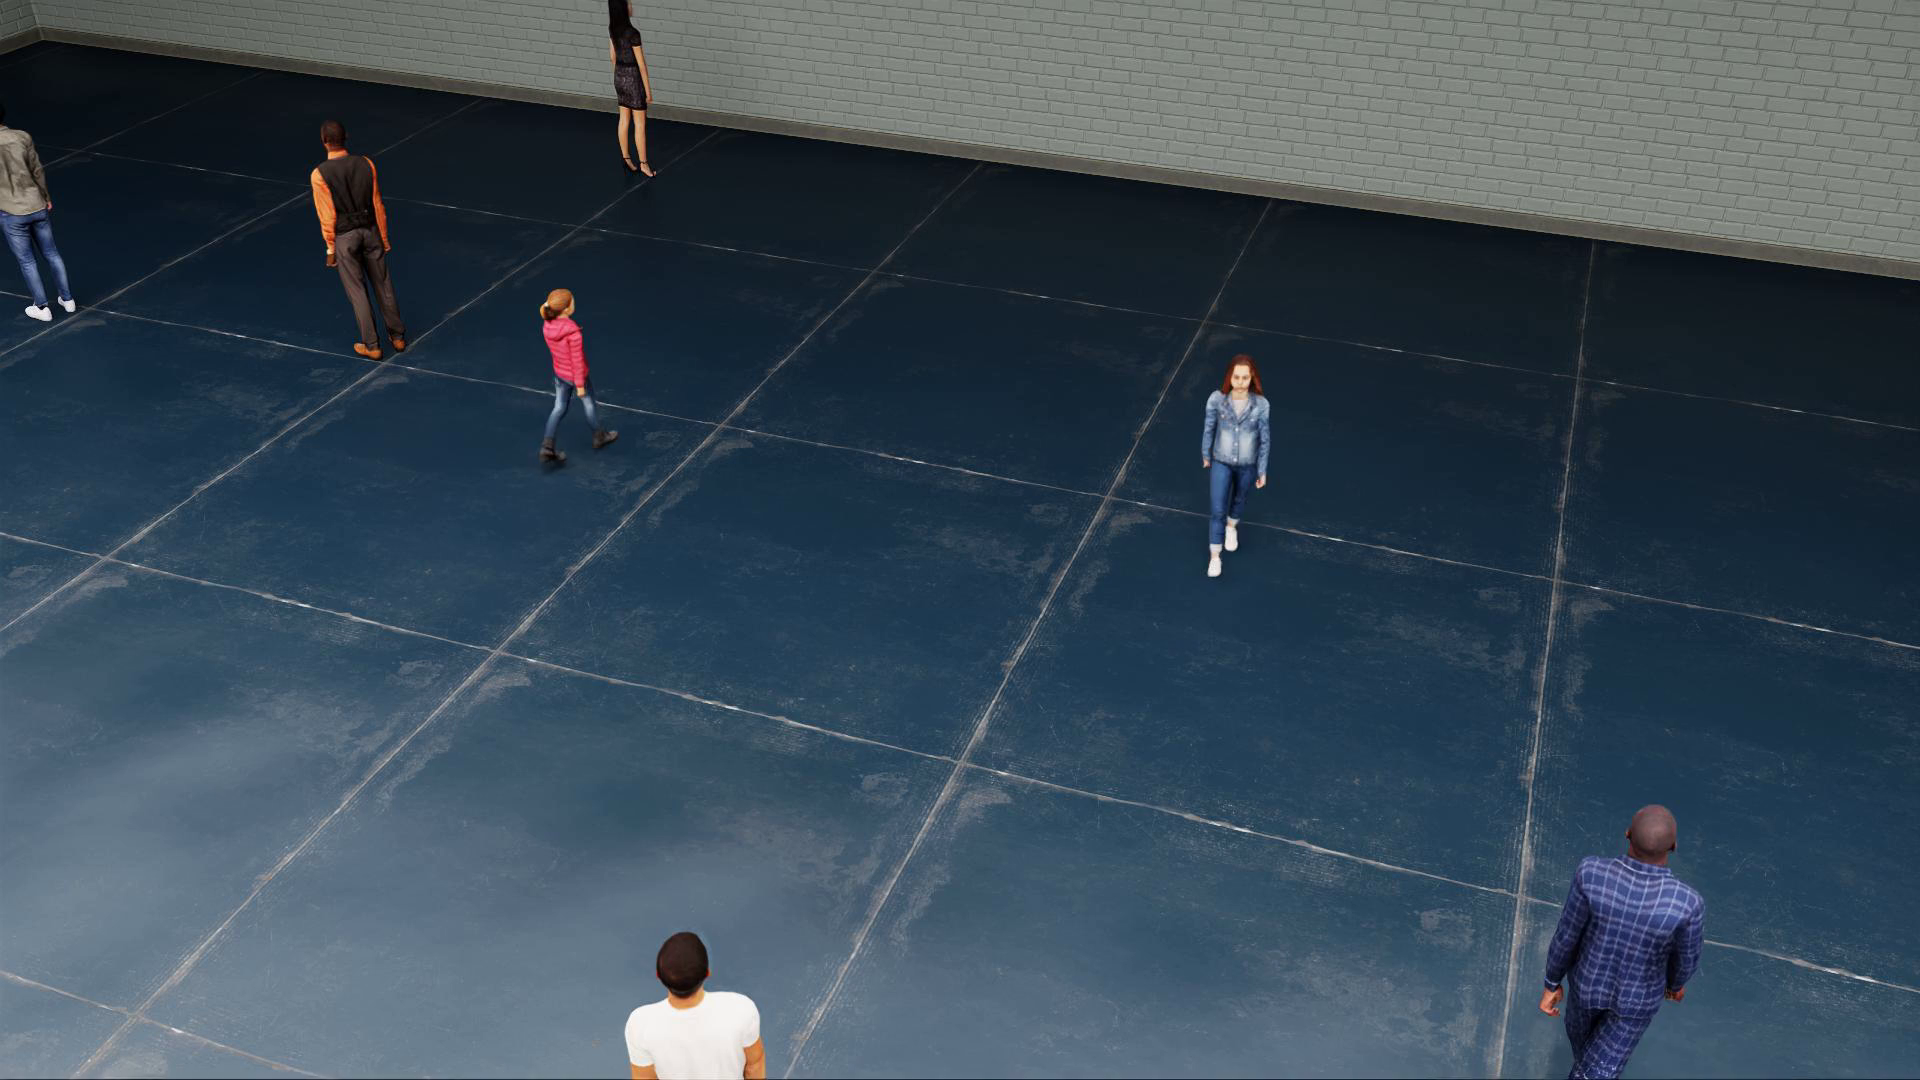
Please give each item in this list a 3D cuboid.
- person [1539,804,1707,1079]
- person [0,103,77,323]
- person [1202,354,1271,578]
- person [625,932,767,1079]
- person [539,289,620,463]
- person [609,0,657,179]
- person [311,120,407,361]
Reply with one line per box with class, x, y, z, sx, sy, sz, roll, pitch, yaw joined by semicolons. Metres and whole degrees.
person;2.579;1.857;6.644;0.908;1.781;1.252;22;39;30
person;-7.652;-2.699;13.571;0.828;1.867;0.644;22;39;30
person;1.768;-0.538;10.633;0.695;1.447;0.997;4;33;7
person;-0.949;2.137;6.192;0.719;1.804;0.727;-7;34;-10
person;-2.792;-1.120;11.672;0.702;1.289;0.959;24;40;32
person;-3.247;-4.457;16.344;0.661;1.791;0.608;24;40;32
person;-4.704;-2.336;12.977;0.728;1.906;0.855;-27;42;-35
